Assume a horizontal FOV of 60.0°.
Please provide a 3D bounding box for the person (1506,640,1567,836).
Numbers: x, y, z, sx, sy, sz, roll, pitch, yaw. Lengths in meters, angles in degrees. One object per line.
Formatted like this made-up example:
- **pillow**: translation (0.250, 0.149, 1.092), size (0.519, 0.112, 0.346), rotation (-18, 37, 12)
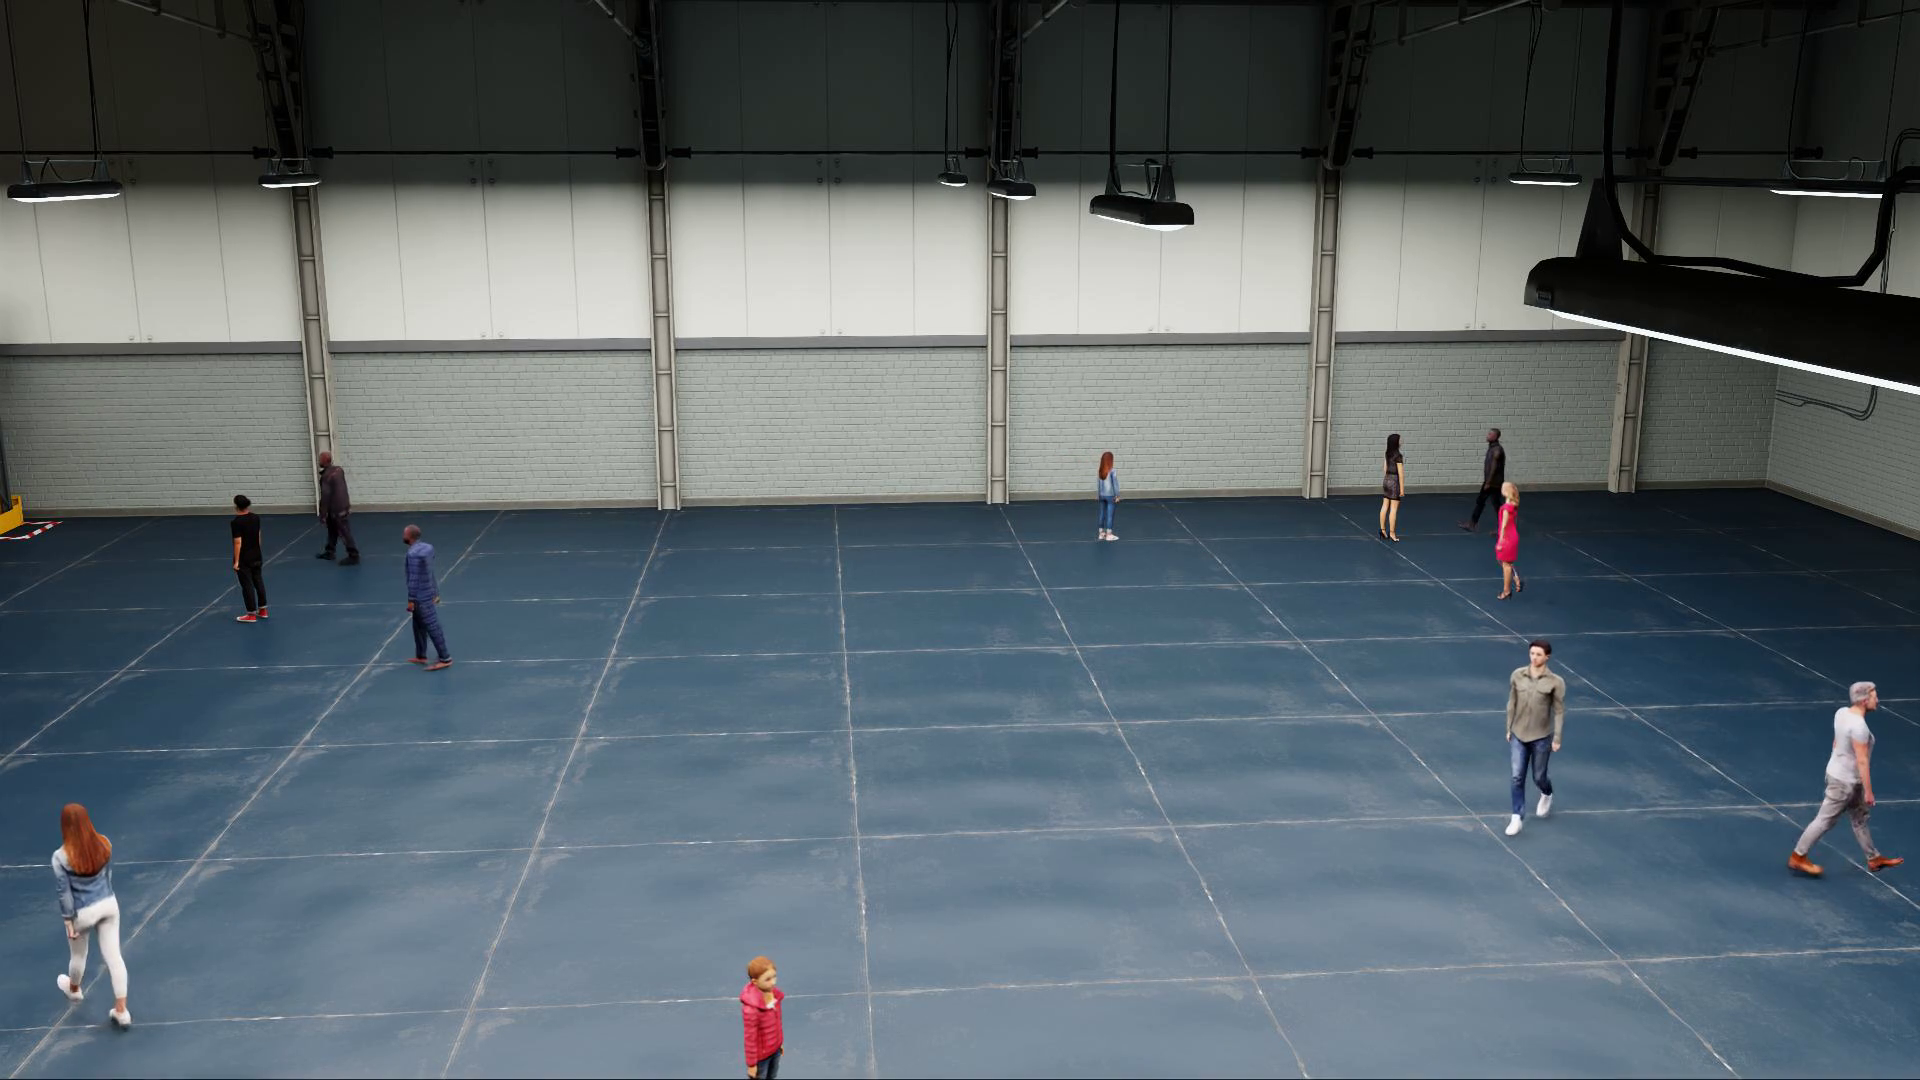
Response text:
- **person**: translation (5.456, 1.835, 15.744), size (1.136, 1.843, 1.185), rotation (10, 17, 38)

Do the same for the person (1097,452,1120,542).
- **person**: translation (2.449, -0.734, 27.648), size (0.679, 1.476, 0.642), rotation (-12, 18, -42)

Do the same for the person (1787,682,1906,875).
- **person**: translation (7.688, 2.130, 14.628), size (1.299, 1.772, 0.991), rotation (3, 13, 14)

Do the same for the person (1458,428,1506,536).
- **person**: translation (9.028, -0.951, 27.864), size (1.066, 1.803, 0.825), rotation (1, 13, 4)

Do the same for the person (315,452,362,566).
- **person**: translation (-9.581, -0.490, 25.878), size (1.004, 1.800, 0.765), rotation (0, 13, 2)

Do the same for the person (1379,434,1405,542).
- **person**: translation (7.165, -0.881, 27.586), size (0.591, 1.791, 0.654), rotation (-5, 14, -21)

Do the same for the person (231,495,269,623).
- **person**: translation (-9.763, 0.241, 22.820), size (0.696, 1.755, 0.707), rotation (5, 14, 19)

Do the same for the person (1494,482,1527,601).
- **person**: translation (7.946, 0.026, 23.830), size (0.841, 1.719, 0.765), rotation (7, 15, 28)

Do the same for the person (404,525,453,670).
- **person**: translation (-6.627, 0.715, 20.696), size (0.876, 1.790, 0.735), rotation (-1, 13, -4)

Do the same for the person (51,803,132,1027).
- **person**: translation (-6.282, 2.764, 12.142), size (1.139, 1.657, 1.074), rotation (10, 17, 38)

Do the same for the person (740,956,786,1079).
- **person**: translation (-1.269, 3.279, 10.673), size (0.626, 1.317, 0.589), rotation (7, 15, 28)
